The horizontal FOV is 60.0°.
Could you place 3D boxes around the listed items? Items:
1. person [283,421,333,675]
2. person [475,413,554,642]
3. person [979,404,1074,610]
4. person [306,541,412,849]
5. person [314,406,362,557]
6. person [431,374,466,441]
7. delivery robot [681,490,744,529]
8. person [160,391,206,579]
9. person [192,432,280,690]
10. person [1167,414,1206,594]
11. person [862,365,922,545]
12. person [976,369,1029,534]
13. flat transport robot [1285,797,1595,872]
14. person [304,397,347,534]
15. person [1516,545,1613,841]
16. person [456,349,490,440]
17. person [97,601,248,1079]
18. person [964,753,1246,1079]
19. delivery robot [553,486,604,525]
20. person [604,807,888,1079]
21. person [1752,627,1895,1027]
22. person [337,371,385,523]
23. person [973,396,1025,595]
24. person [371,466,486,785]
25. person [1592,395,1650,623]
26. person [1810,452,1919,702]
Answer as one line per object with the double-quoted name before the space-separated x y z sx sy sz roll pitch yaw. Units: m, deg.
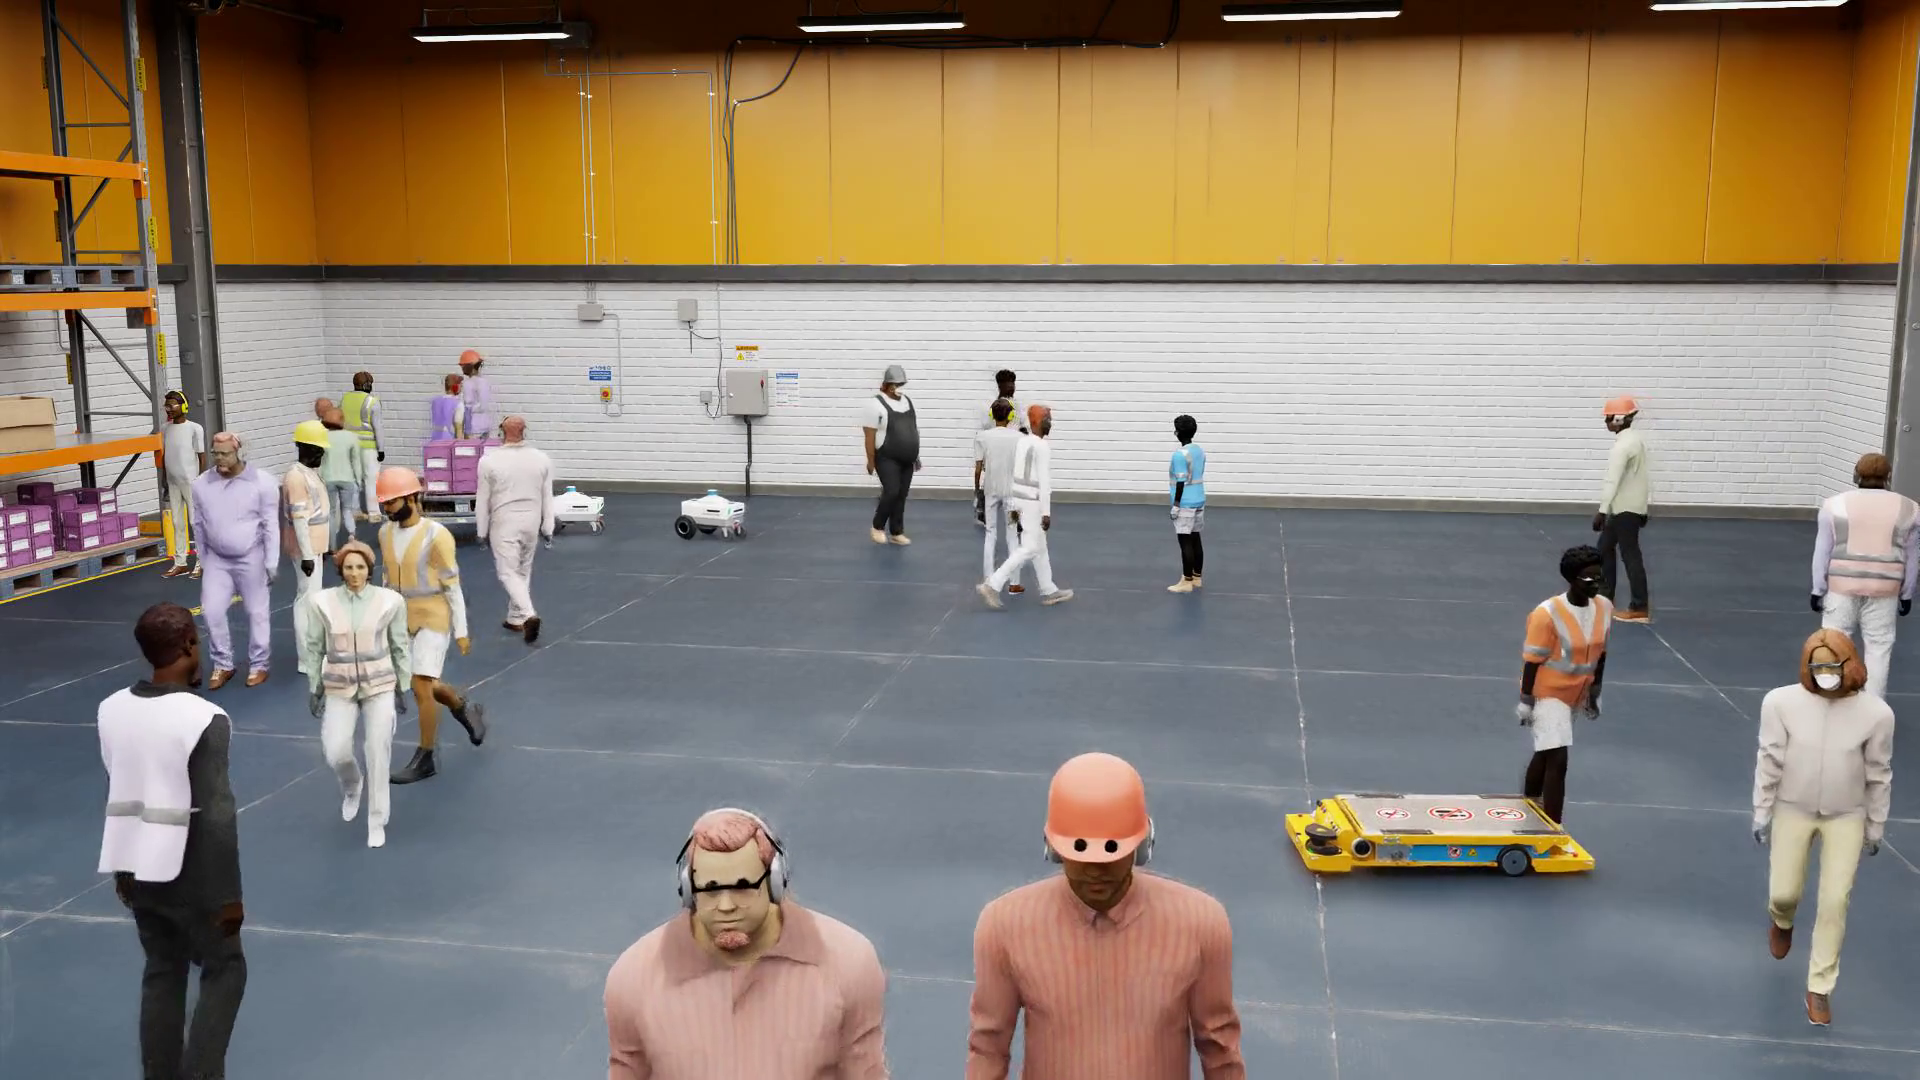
"person" -4.910 0.055 12.607 0.381 1.919 0.584 -2 9 -13
"person" -3.665 -0.111 13.766 0.645 1.875 0.892 -7 12 -38
"person" 0.609 -0.294 15.002 0.861 1.857 0.607 -3 10 -18
"person" -3.184 0.802 8.847 0.530 1.626 0.437 -2 9 -15
"person" -6.617 -0.609 17.653 0.524 1.610 0.459 -5 11 -30
"person" -6.322 -1.153 20.501 0.611 1.793 0.964 6 11 31
"delivery robot" -2.811 -0.330 18.923 0.707 0.478 0.477 5 10 26
"person" -7.718 -0.547 16.490 0.509 1.872 0.328 2 9 15
"person" -5.263 0.160 12.073 0.648 1.889 0.584 -1 9 -4
"person" 2.143 -0.337 15.733 0.320 1.691 0.537 6 11 32
"person" -0.698 -0.943 18.417 0.537 2.000 0.684 9 13 44
"person" 0.514 -1.037 19.431 1.029 1.919 0.624 8 12 40
"flat transport robot" 2.467 1.515 8.642 1.431 0.197 0.652 0 9 1
"person" -7.243 -0.823 19.005 0.523 1.613 0.683 -4 10 -24
"person" 3.135 0.820 8.706 0.540 1.646 0.602 -5 11 -30
"person" -6.318 -1.482 21.794 0.531 2.025 0.634 1 9 5
"person" -2.778 1.164 5.861 0.627 1.885 0.462 4 10 24
"person" 0.344 1.433 3.900 0.692 1.968 0.495 1 9 3
"delivery robot" -4.485 -0.377 19.214 0.707 0.478 0.477 -1 9 -4
"person" -0.481 1.492 3.829 0.642 1.875 0.866 -1 9 -9
"person" 3.542 1.130 6.862 0.507 1.607 0.564 4 10 23
"person" -7.222 -1.124 20.190 0.625 1.837 0.429 4 10 22
"person" 0.386 -0.415 15.673 0.528 1.869 0.313 1 9 9
"person" -3.191 0.470 10.093 0.580 1.904 0.777 5 10 29
"person" 5.708 -0.276 14.494 0.794 1.960 0.627 5 11 30
"person" 6.052 0.328 11.152 0.630 1.842 0.429 4 10 23
